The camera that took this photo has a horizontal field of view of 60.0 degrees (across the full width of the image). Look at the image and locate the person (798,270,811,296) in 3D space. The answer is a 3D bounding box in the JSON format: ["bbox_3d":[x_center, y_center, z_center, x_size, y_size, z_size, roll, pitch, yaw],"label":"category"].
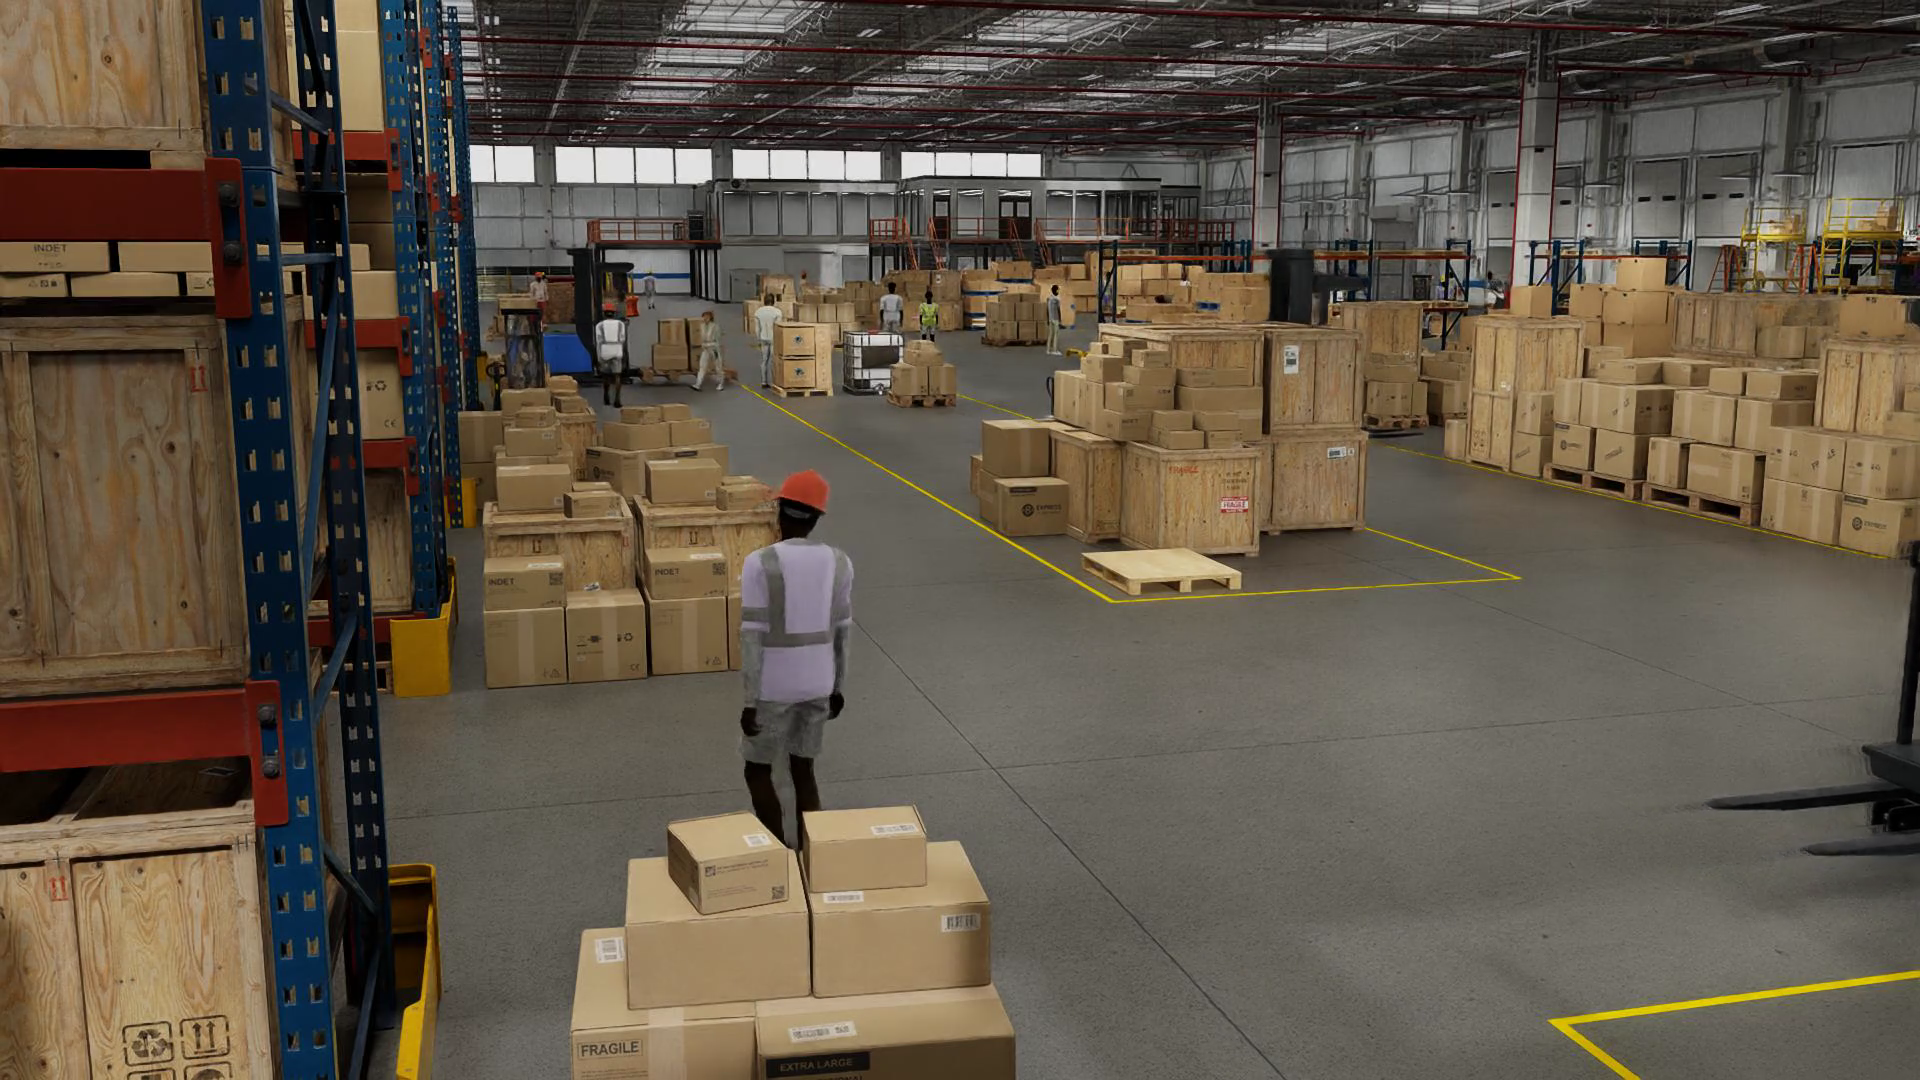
[{"bbox_3d":[-6.228,-9.917,67.067,0.557,1.918,0.764,8,13,39],"label":"person"}]

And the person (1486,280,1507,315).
[{"bbox_3d":[14.671,-6.152,45.388,0.687,2.000,1.070,-5,11,-28],"label":"person"}]

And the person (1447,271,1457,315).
[{"bbox_3d":[20.214,-10.151,68.587,0.524,1.850,0.716,1,10,5],"label":"person"}]

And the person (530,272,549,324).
[{"bbox_3d":[-14.632,-8.326,57.913,0.701,1.964,0.561,-7,12,-35],"label":"person"}]

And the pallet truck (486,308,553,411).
[{"bbox_3d":[-6.242,-2.418,24.362,0.823,1.965,1.885,1,10,3],"label":"pallet truck"}]

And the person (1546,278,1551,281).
[{"bbox_3d":[17.086,-6.642,48.425,0.402,1.945,0.614,6,11,29],"label":"person"}]

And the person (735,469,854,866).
[{"bbox_3d":[-0.712,0.645,7.322,0.601,1.891,0.533,-7,12,-35],"label":"person"}]

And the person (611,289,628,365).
[{"bbox_3d":[-7.763,-4.721,37.680,0.517,1.897,0.651,1,10,5],"label":"person"}]

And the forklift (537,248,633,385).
[{"bbox_3d":[-7.784,-4.609,34.274,1.873,2.768,1.129,-3,10,-15],"label":"forklift"}]

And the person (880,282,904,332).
[{"bbox_3d":[-1.794,-5.811,43.794,0.622,1.913,0.981,0,10,-3],"label":"person"}]

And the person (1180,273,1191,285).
[{"bbox_3d":[8.402,-9.072,62.363,0.341,1.882,0.586,-6,12,-29],"label":"person"}]

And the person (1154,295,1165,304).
[{"bbox_3d":[4.514,-4.613,37.395,0.996,1.782,0.647,1,10,7],"label":"person"}]

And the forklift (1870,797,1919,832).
[{"bbox_3d":[5.520,0.093,7.645,1.873,2.768,1.129,-3,10,-15],"label":"forklift"}]

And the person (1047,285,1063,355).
[{"bbox_3d":[2.503,-5.832,44.099,0.331,1.860,0.543,-8,13,-39],"label":"person"}]

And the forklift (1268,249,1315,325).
[{"bbox_3d":[4.752,-2.819,24.137,1.873,2.768,1.129,-2,10,-12],"label":"forklift"}]

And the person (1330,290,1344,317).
[{"bbox_3d":[12.344,-7.678,54.460,0.573,1.887,0.354,-6,11,-29],"label":"person"}]

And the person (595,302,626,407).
[{"bbox_3d":[-6.251,-3.325,29.828,0.531,1.895,0.971,-3,10,-14],"label":"person"}]

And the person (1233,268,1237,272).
[{"bbox_3d":[13.922,-12.957,84.471,0.507,1.846,0.344,6,12,30],"label":"person"}]

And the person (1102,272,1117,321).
[{"bbox_3d":[5.815,-9.460,64.553,0.824,1.880,0.617,8,13,38],"label":"person"}]

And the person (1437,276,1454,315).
[{"bbox_3d":[15.782,-7.650,54.218,0.388,1.919,0.584,-9,14,-43],"label":"person"}]

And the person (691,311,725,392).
[{"bbox_3d":[-4.961,-3.729,32.939,0.532,1.575,0.884,6,12,30],"label":"person"}]

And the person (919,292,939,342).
[{"bbox_3d":[-0.812,-5.624,43.366,0.530,1.697,0.322,-2,10,-14],"label":"person"}]

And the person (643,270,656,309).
[{"bbox_3d":[-14.243,-11.510,76.399,0.595,1.805,0.690,-2,10,-10],"label":"person"}]

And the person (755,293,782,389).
[{"bbox_3d":[-3.827,-4.007,33.531,0.630,1.940,0.372,4,11,24],"label":"person"}]

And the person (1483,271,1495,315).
[{"bbox_3d":[21.289,-9.793,66.494,0.924,1.883,0.610,2,10,11],"label":"person"}]

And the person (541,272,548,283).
[{"bbox_3d":[-18.442,-10.980,73.557,0.493,1.746,0.283,-4,11,-20],"label":"person"}]

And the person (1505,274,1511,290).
[{"bbox_3d":[22.182,-9.838,66.823,0.622,1.845,0.429,-3,10,-16],"label":"person"}]

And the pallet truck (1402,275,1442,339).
[{"bbox_3d":[14.620,-7.324,52.145,0.823,1.965,1.885,8,13,40],"label":"pallet truck"}]
